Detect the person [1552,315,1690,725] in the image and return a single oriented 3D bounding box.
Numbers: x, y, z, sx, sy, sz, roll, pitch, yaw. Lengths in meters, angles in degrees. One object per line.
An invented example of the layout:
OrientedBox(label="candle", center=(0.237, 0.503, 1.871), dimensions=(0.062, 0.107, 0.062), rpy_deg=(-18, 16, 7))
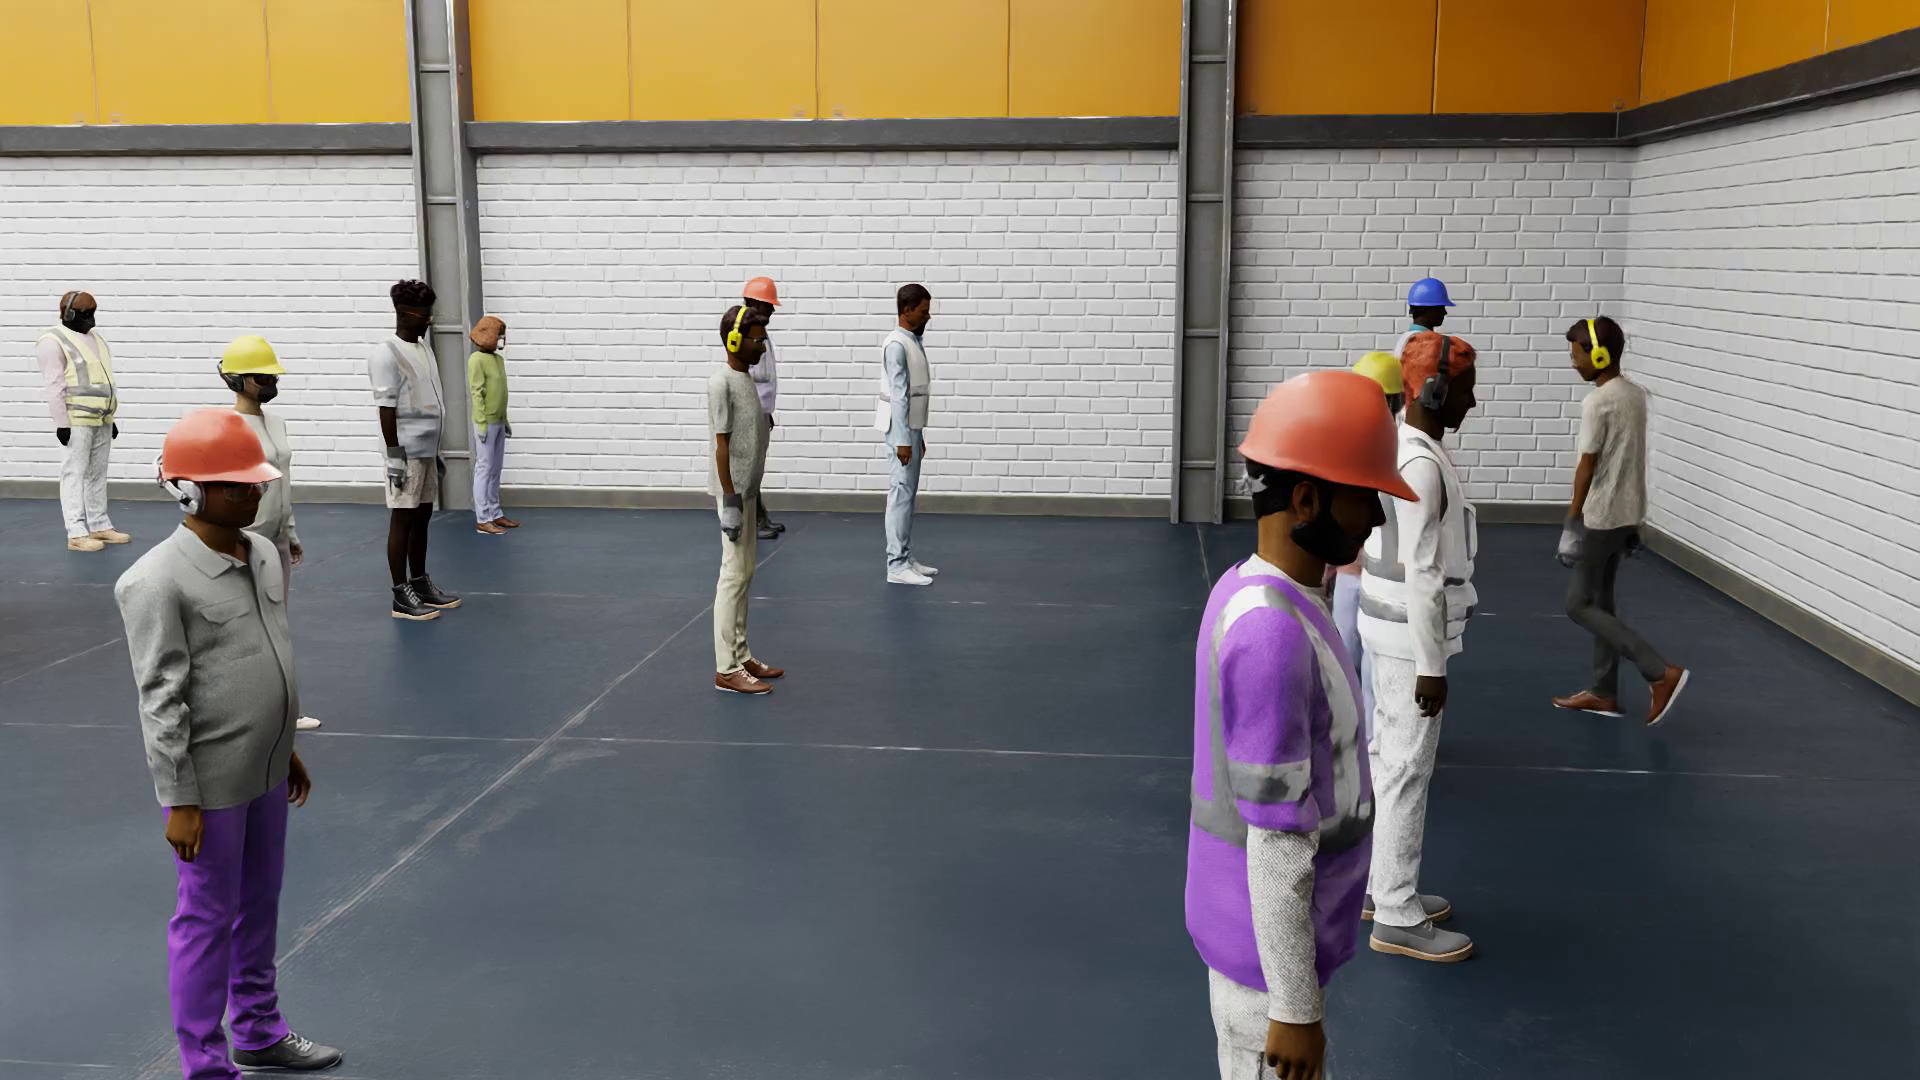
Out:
OrientedBox(label="person", center=(2.937, -0.066, 7.361), dimensions=(0.597, 1.842, 0.584), rpy_deg=(8, 13, 39))

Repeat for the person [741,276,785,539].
OrientedBox(label="person", center=(-1.488, -0.977, 12.324), dimensions=(0.366, 1.931, 0.542), rpy_deg=(1, 10, 6))

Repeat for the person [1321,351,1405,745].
OrientedBox(label="person", center=(1.692, 0.119, 6.577), dimensions=(0.668, 1.742, 0.529), rpy_deg=(-8, 13, -40))

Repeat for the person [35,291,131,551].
OrientedBox(label="person", center=(-6.234, -0.851, 11.866), dimensions=(0.429, 1.840, 0.624), rpy_deg=(1, 10, 6))

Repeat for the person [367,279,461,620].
OrientedBox(label="person", center=(-3.174, -0.528, 9.665), dimensions=(0.368, 1.960, 0.602), rpy_deg=(1, 10, 6))

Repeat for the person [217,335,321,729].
OrientedBox(label="person", center=(-3.008, 0.006, 7.165), dimensions=(0.311, 1.768, 0.522), rpy_deg=(1, 10, 6))

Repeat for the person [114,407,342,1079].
OrientedBox(label="person", center=(-1.781, 0.548, 4.093), dimensions=(0.326, 1.752, 0.559), rpy_deg=(1, 10, 6))

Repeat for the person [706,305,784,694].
OrientedBox(label="person", center=(-1.046, -0.197, 8.053), dimensions=(0.329, 1.865, 0.508), rpy_deg=(1, 10, 6))

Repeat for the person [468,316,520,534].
OrientedBox(label="person", center=(-3.533, -0.869, 12.556), dimensions=(0.289, 1.633, 0.497), rpy_deg=(1, 10, 6))

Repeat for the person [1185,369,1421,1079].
OrientedBox(label="person", center=(0.573, 0.673, 2.874), dimensions=(0.366, 1.931, 0.542), rpy_deg=(1, 10, 6))

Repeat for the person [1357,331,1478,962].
OrientedBox(label="person", center=(1.390, 0.314, 5.056), dimensions=(0.352, 1.886, 0.574), rpy_deg=(1, 10, 6))

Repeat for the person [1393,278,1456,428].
OrientedBox(label="person", center=(2.924, -0.687, 10.614), dimensions=(0.386, 1.948, 0.601), rpy_deg=(1, 10, 6))

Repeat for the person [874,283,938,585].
OrientedBox(label="person", center=(-0.346, -0.681, 10.675), dimensions=(0.393, 1.915, 0.591), rpy_deg=(1, 10, 6))
